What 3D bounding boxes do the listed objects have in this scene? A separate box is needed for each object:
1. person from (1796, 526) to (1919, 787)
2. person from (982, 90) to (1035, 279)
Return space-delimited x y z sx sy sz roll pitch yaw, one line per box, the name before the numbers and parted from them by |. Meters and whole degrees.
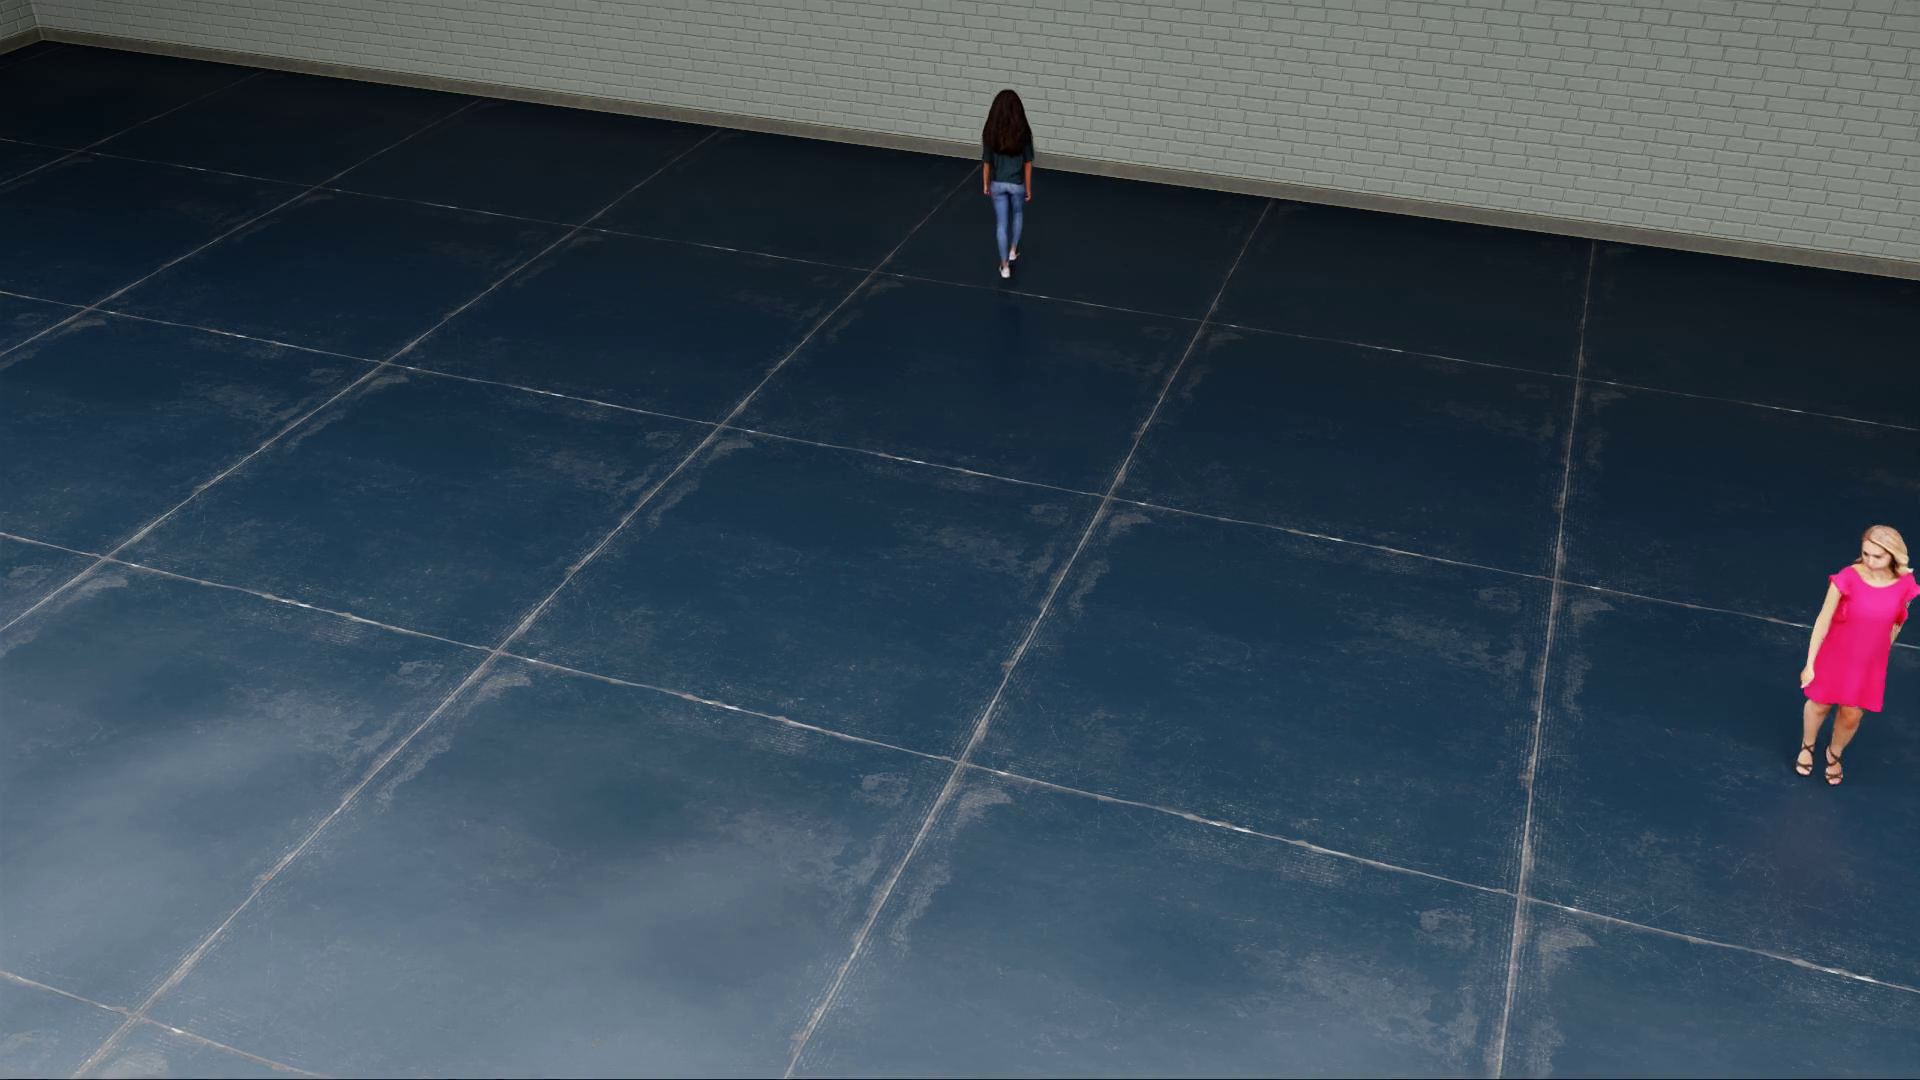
person | 4.651 0.583 8.684 0.588 1.693 0.652 3 33 5
person | 0.412 -3.039 14.340 0.756 1.598 0.884 -1 33 -2
